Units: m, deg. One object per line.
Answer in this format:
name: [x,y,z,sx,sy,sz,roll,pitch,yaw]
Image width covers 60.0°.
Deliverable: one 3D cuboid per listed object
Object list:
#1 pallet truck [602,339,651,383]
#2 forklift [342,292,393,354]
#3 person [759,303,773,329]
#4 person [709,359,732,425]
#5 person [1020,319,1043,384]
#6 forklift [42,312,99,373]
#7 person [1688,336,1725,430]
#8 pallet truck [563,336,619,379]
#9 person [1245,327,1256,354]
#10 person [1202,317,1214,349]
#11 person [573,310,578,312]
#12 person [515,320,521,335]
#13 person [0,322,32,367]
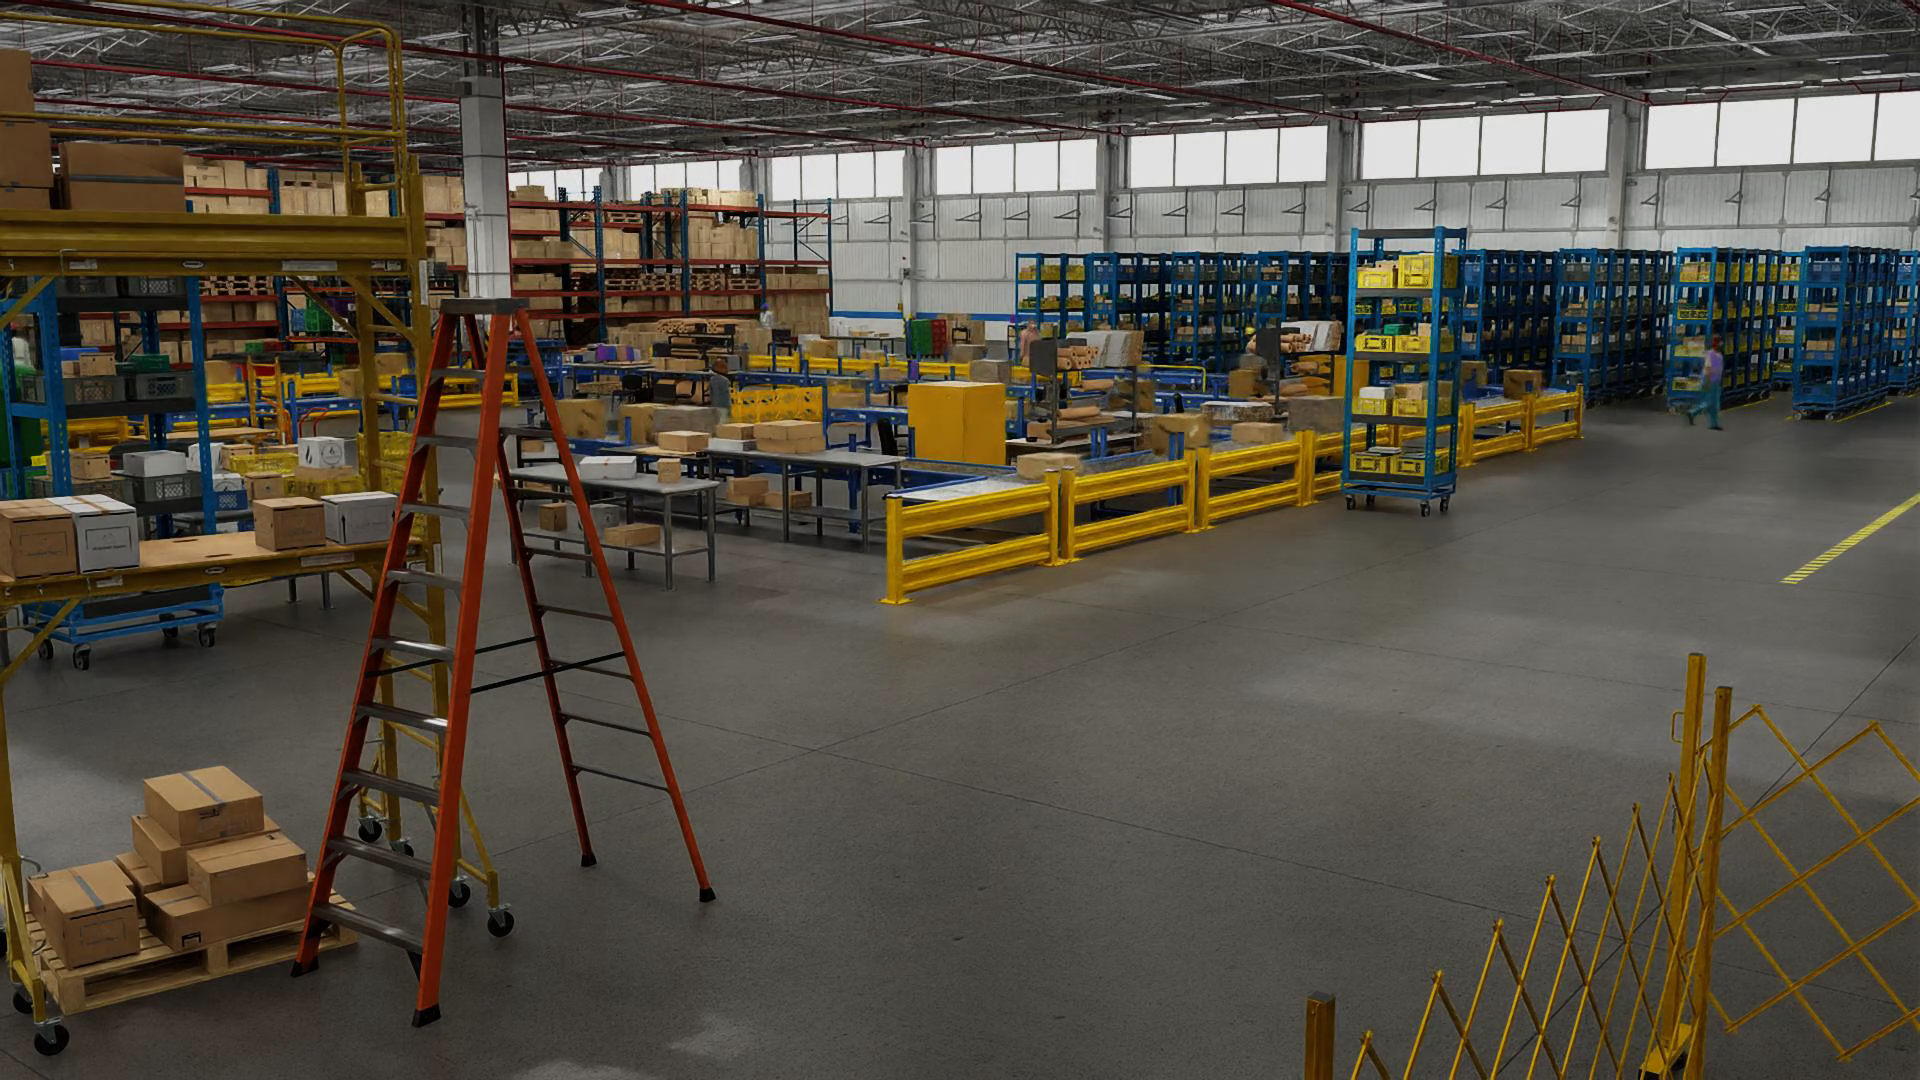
pallet truck: [-8.991,-4.871,45.351,0.653,1.274,1.630,7,11,37]
forklift: [-16.485,-5.622,45.120,1.129,2.768,1.873,7,11,37]
person: [-7.447,-8.192,64.199,0.630,1.913,0.965,7,12,38]
person: [-3.926,-2.155,27.356,0.279,1.634,0.498,-8,12,-42]
person: [1.937,-4.788,43.109,0.643,1.857,0.988,-7,12,-38]
forklift: [-23.779,-5.451,44.052,1.873,2.768,1.129,7,11,36]
person: [14.591,-3.052,32.343,0.587,1.832,0.625,-7,11,-37]
pallet truck: [-10.690,-5.294,48.215,1.601,1.201,0.680,-5,10,-26]
person: [6.905,-4.175,39.563,0.329,1.765,0.533,4,10,25]
person: [7.670,-6.255,51.701,0.447,2.033,0.629,7,11,37]
person: [-16.347,-9.099,70.187,0.625,1.787,0.889,7,11,36]
person: [-12.017,-5.155,45.516,0.619,1.813,0.462,-7,12,-38]
person: [-20.261,-3.650,35.599,1.026,1.990,0.608,3,9,16]
